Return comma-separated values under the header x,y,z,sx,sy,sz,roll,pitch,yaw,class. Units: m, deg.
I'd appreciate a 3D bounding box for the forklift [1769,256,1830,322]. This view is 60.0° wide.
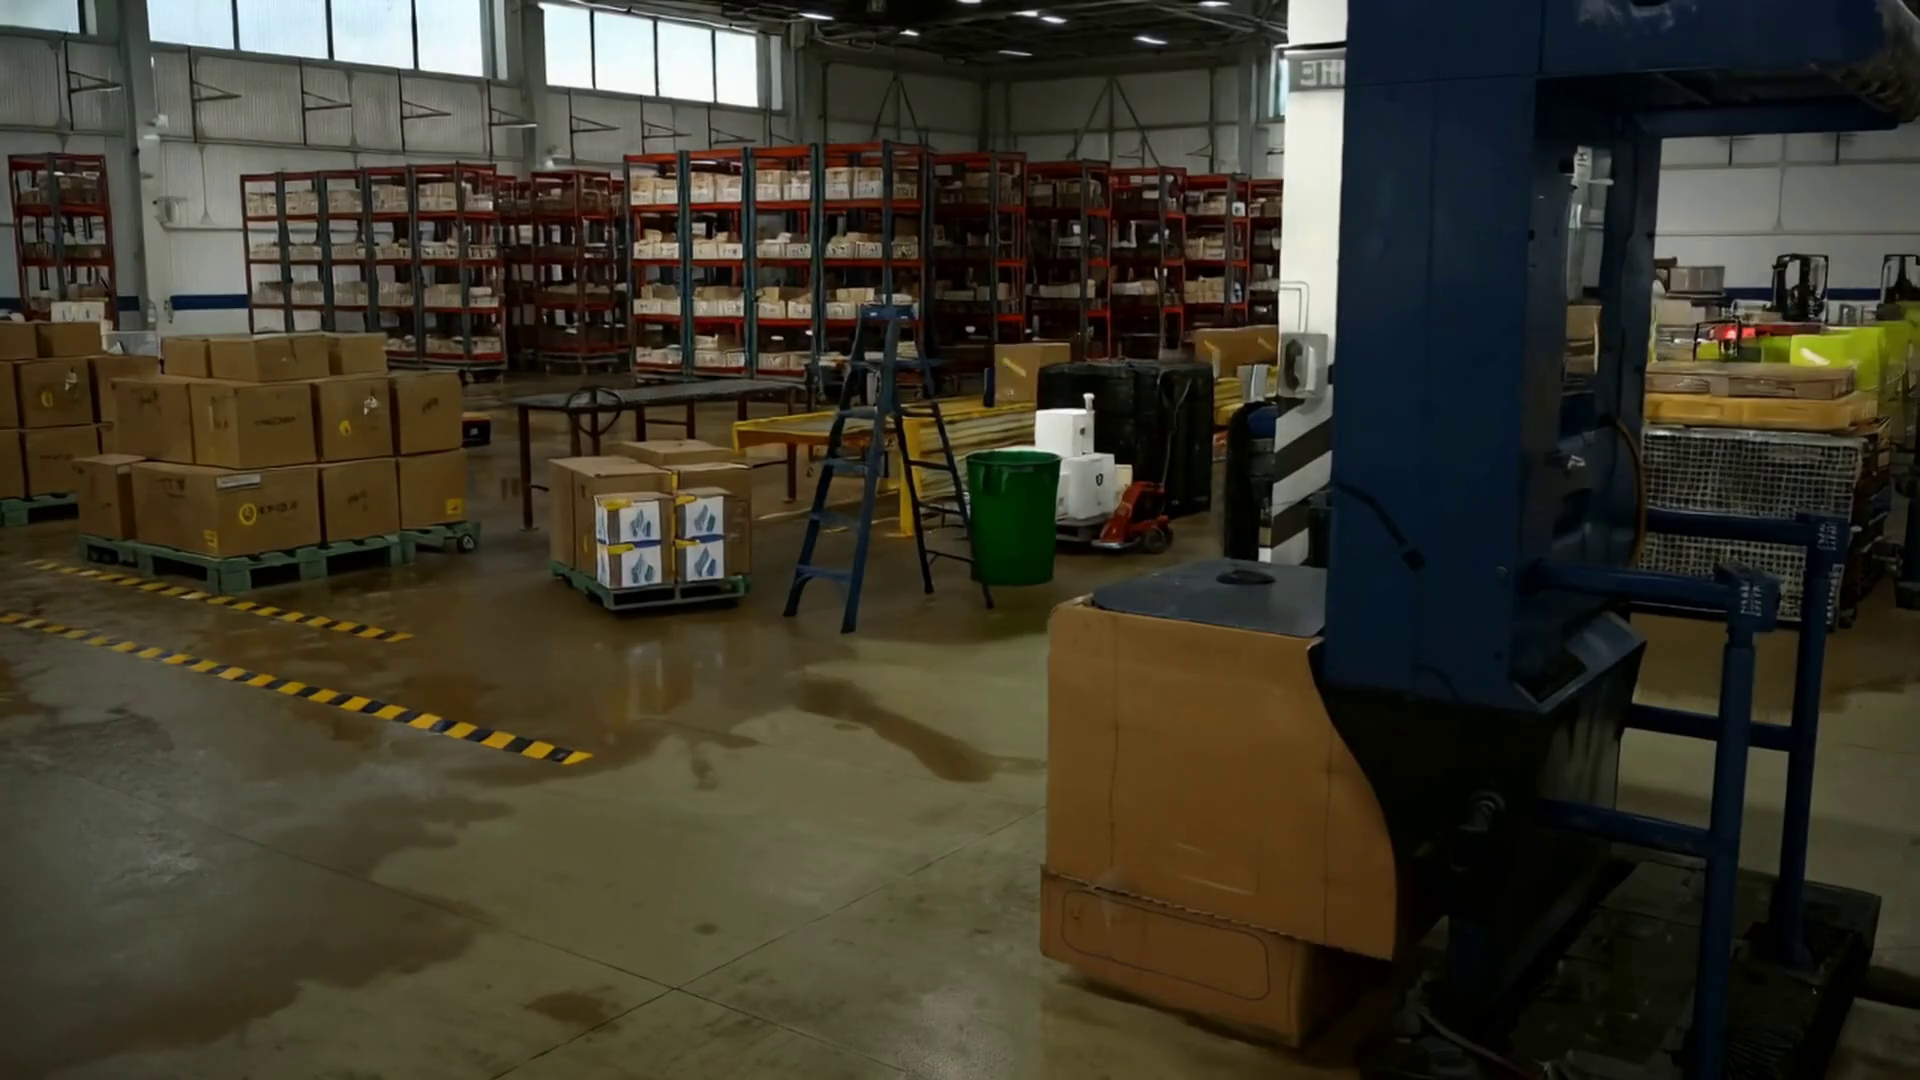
x,y,z,sx,sy,sz,roll,pitch,yaw,class
20.253,-5.854,40.139,1.157,1.987,2.680,7,12,35,forklift

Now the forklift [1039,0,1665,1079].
x,y,z,sx,sy,sz,roll,pitch,yaw,class
1.249,-0.137,4.360,1.873,2.768,1.129,7,12,35,forklift

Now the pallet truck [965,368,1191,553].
x,y,z,sx,sy,sz,roll,pitch,yaw,class
0.845,-0.609,11.869,1.630,1.274,0.653,7,12,35,pallet truck

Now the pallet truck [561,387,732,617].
x,y,z,sx,sy,sz,roll,pitch,yaw,class
-1.981,-0.274,10.088,0.680,1.201,1.601,-5,11,-28,pallet truck

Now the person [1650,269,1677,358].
x,y,z,sx,sy,sz,roll,pitch,yaw,class
14.497,-4.737,34.778,0.943,1.870,0.646,0,10,-2,person

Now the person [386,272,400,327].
x,y,z,sx,sy,sz,roll,pitch,yaw,class
-12.026,-4.894,35.859,0.591,1.804,0.889,8,13,40,person

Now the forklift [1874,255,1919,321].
x,y,z,sx,sy,sz,roll,pitch,yaw,class
22.089,-5.634,38.796,1.157,1.987,2.680,6,11,33,forklift
